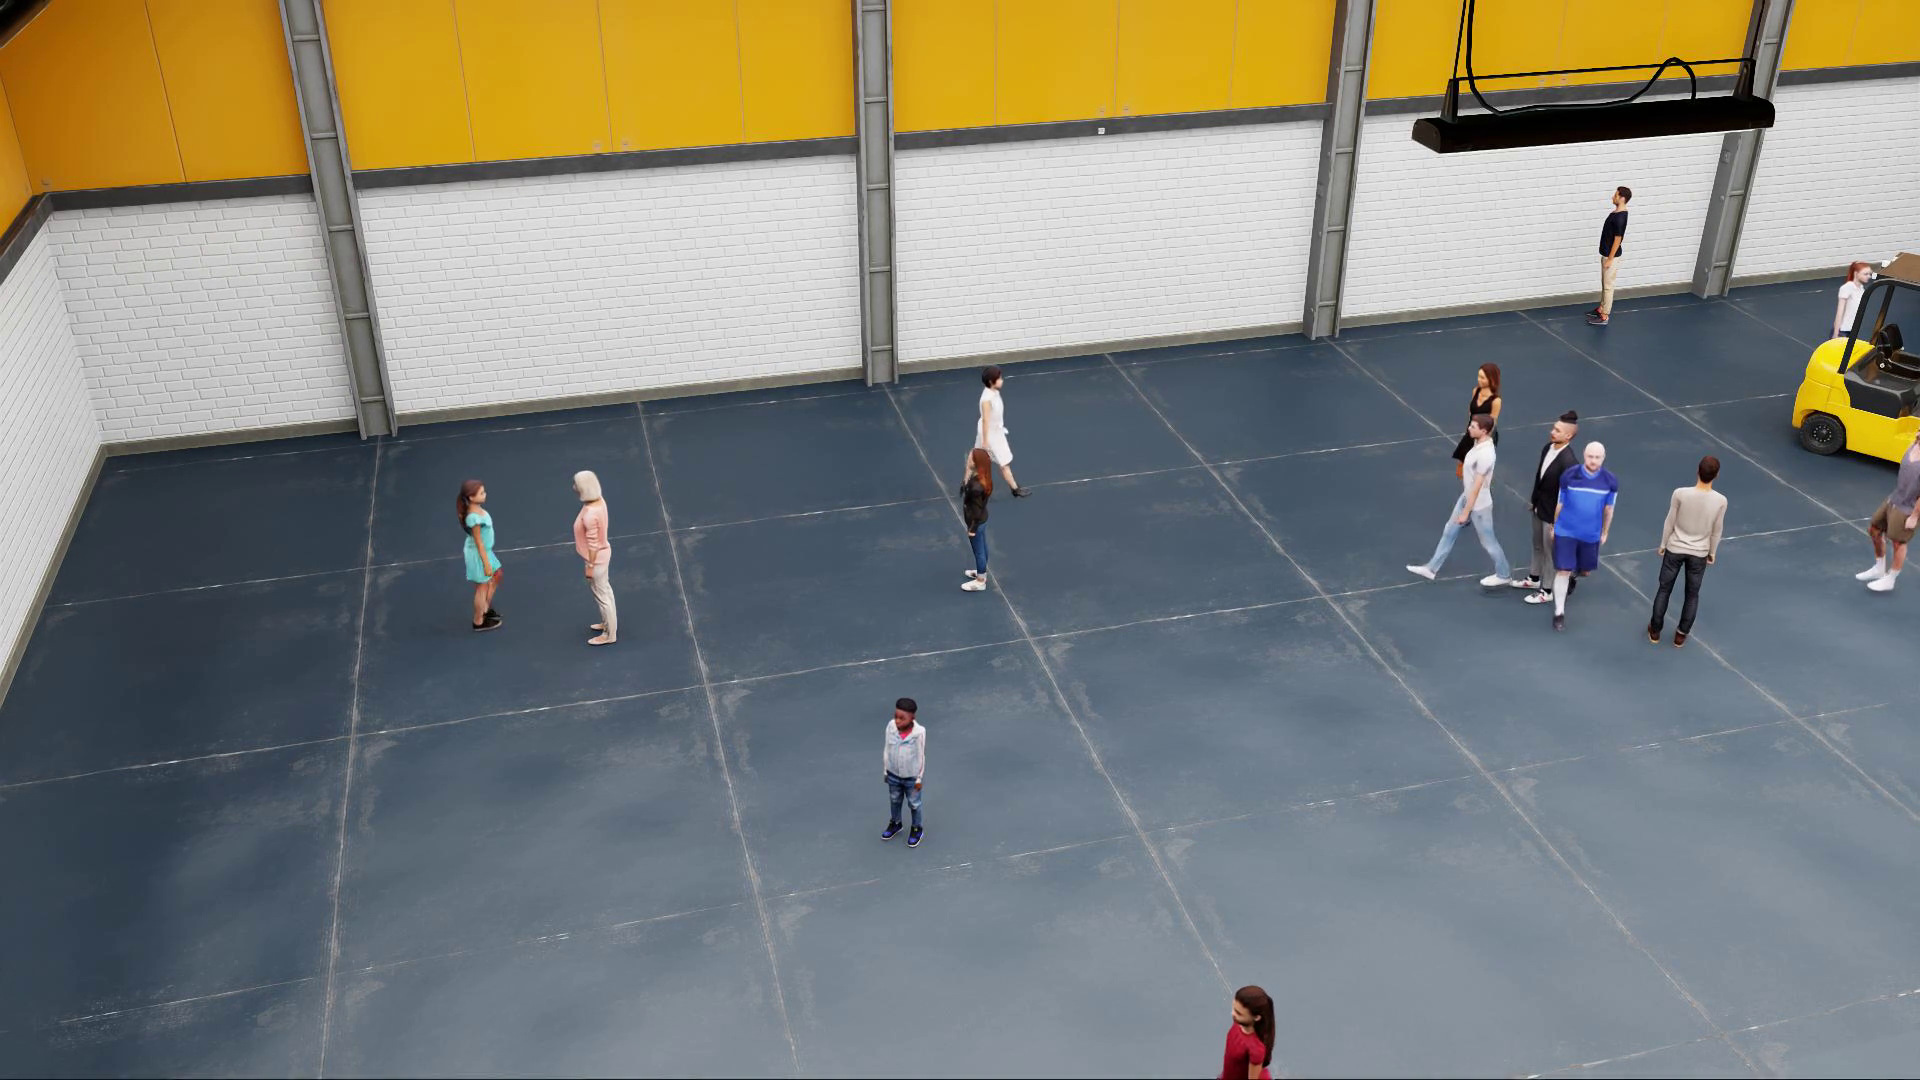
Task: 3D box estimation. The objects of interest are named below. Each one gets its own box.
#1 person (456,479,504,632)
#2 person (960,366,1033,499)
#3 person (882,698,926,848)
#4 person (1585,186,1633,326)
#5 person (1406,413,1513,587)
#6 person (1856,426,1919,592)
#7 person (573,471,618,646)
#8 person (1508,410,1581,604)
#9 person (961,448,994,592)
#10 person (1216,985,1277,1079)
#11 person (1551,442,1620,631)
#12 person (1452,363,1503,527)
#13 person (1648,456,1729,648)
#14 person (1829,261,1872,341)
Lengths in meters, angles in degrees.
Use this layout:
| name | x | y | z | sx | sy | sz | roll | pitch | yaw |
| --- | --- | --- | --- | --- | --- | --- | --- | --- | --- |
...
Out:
| name | x | y | z | sx | sy | sz | roll | pitch | yaw |
| --- | --- | --- | --- | --- | --- | --- | --- | --- | --- |
| person | -4.484 | 0.143 | 15.258 | 0.564 | 1.549 | 0.580 | -8 | 30 | -15 |
| person | 0.241 | -1.109 | 17.595 | 1.066 | 1.510 | 0.766 | 2 | 29 | 3 |
| person | -0.414 | 1.735 | 12.641 | 0.563 | 1.261 | 0.630 | 12 | 31 | 21 |
| person | 8.688 | -3.804 | 22.171 | 0.702 | 1.859 | 0.709 | 7 | 29 | 13 |
| person | 5.012 | -0.328 | 15.859 | 1.328 | 1.802 | 1.008 | 4 | 29 | 7 |
| person | 9.040 | -0.340 | 15.754 | 0.673 | 1.832 | 0.702 | -2 | 29 | -3 |
| person | -3.295 | 0.142 | 15.077 | 0.578 | 1.726 | 0.636 | -2 | 29 | -4 |
| person | 5.594 | -0.323 | 15.696 | 0.627 | 1.948 | 0.721 | -4 | 29 | -7 |
| person | 0.175 | -0.213 | 15.980 | 0.626 | 1.483 | 0.631 | 4 | 29 | 7 |
| person | 1.684 | 3.169 | 9.712 | 0.649 | 1.549 | 0.604 | -4 | 29 | -7 |
| person | 5.729 | -0.095 | 15.410 | 1.100 | 1.821 | 1.048 | 7 | 29 | 13 |
| person | 5.378 | -0.959 | 16.991 | 0.764 | 1.825 | 0.660 | -13 | 31 | -23 |
| person | 6.557 | 0.105 | 15.000 | 0.690 | 1.864 | 0.789 | 9 | 30 | 16 |
| person | 10.557 | -2.507 | 19.919 | 0.572 | 1.738 | 0.693 | -19 | 34 | -31 |
